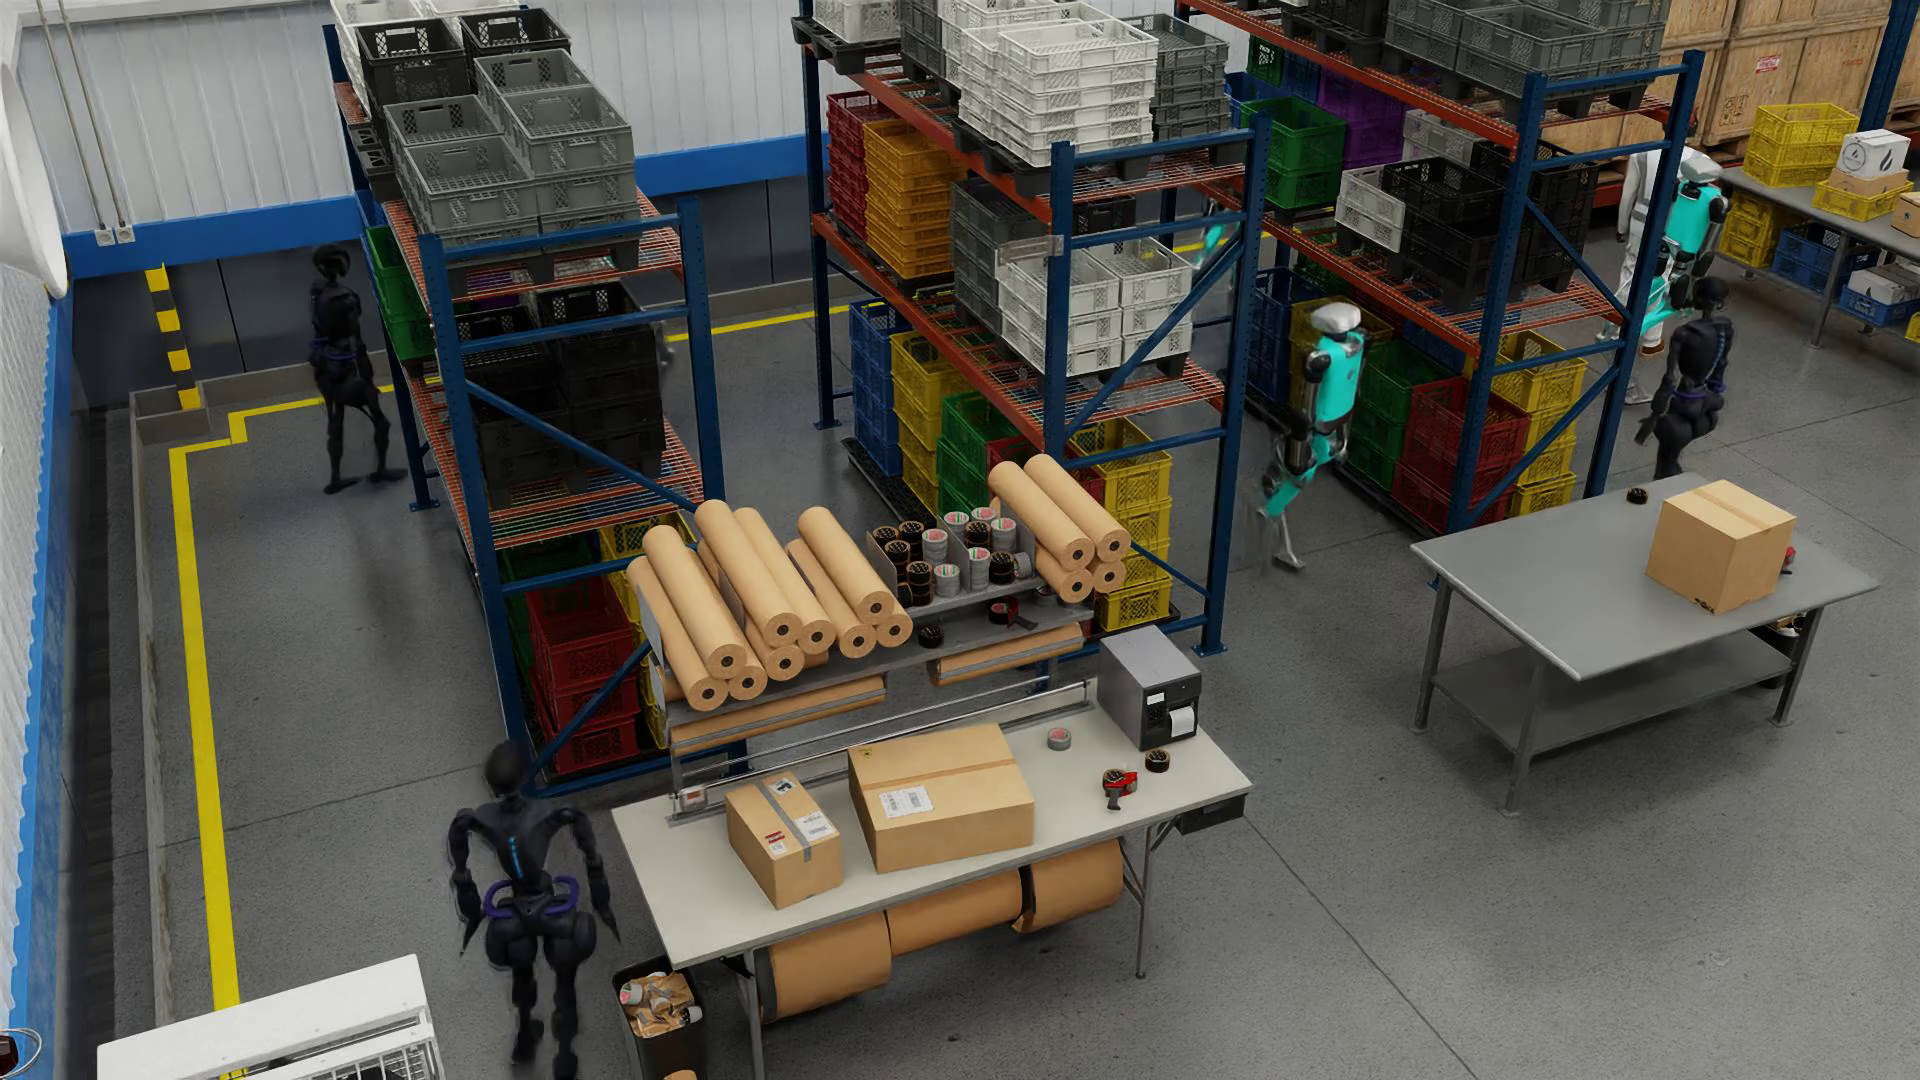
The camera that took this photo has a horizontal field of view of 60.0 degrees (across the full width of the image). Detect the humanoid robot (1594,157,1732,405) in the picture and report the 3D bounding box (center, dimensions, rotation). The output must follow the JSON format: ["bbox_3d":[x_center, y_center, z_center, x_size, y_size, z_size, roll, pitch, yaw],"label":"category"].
[{"bbox_3d":[4.669,-1.728,11.280,0.731,1.693,0.532,-10,33,-16],"label":"humanoid robot"}]

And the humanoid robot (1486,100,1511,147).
[{"bbox_3d":[4.299,-2.791,13.228,0.612,1.642,0.755,-27,40,-36],"label":"humanoid robot"}]

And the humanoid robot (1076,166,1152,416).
[{"bbox_3d":[1.088,-1.597,11.185,1.036,1.753,0.537,23,39,33],"label":"humanoid robot"}]

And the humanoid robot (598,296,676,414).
[{"bbox_3d":[-2.203,-1.426,10.907,0.939,1.770,0.530,-6,32,-10],"label":"humanoid robot"}]

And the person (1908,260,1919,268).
[{"bbox_3d":[8.173,-3.116,13.448,0.411,1.935,0.605,25,39,34],"label":"person"}]

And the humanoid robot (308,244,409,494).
[{"bbox_3d":[-3.846,-1.062,10.358,0.603,1.642,0.530,26,40,35],"label":"humanoid robot"}]

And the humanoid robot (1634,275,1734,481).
[{"bbox_3d":[4.303,-0.766,9.876,0.613,1.643,0.348,-17,35,-25],"label":"humanoid robot"}]

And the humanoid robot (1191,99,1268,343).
[{"bbox_3d":[1.915,-2.314,12.344,0.548,1.750,1.020,19,36,27],"label":"humanoid robot"}]

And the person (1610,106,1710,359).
[{"bbox_3d":[5.052,-2.233,12.058,0.573,1.883,0.355,20,37,30],"label":"person"}]

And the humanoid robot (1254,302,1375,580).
[{"bbox_3d":[1.893,-0.519,9.511,0.539,1.896,0.716,-27,40,-36],"label":"humanoid robot"}]

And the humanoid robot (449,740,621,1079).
[{"bbox_3d":[-1.614,1.422,6.321,0.603,1.642,0.463,-3,32,-4],"label":"humanoid robot"}]

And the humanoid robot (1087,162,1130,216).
[{"bbox_3d":[1.110,-2.329,12.406,0.365,1.645,0.611,-19,36,-27],"label":"humanoid robot"}]
